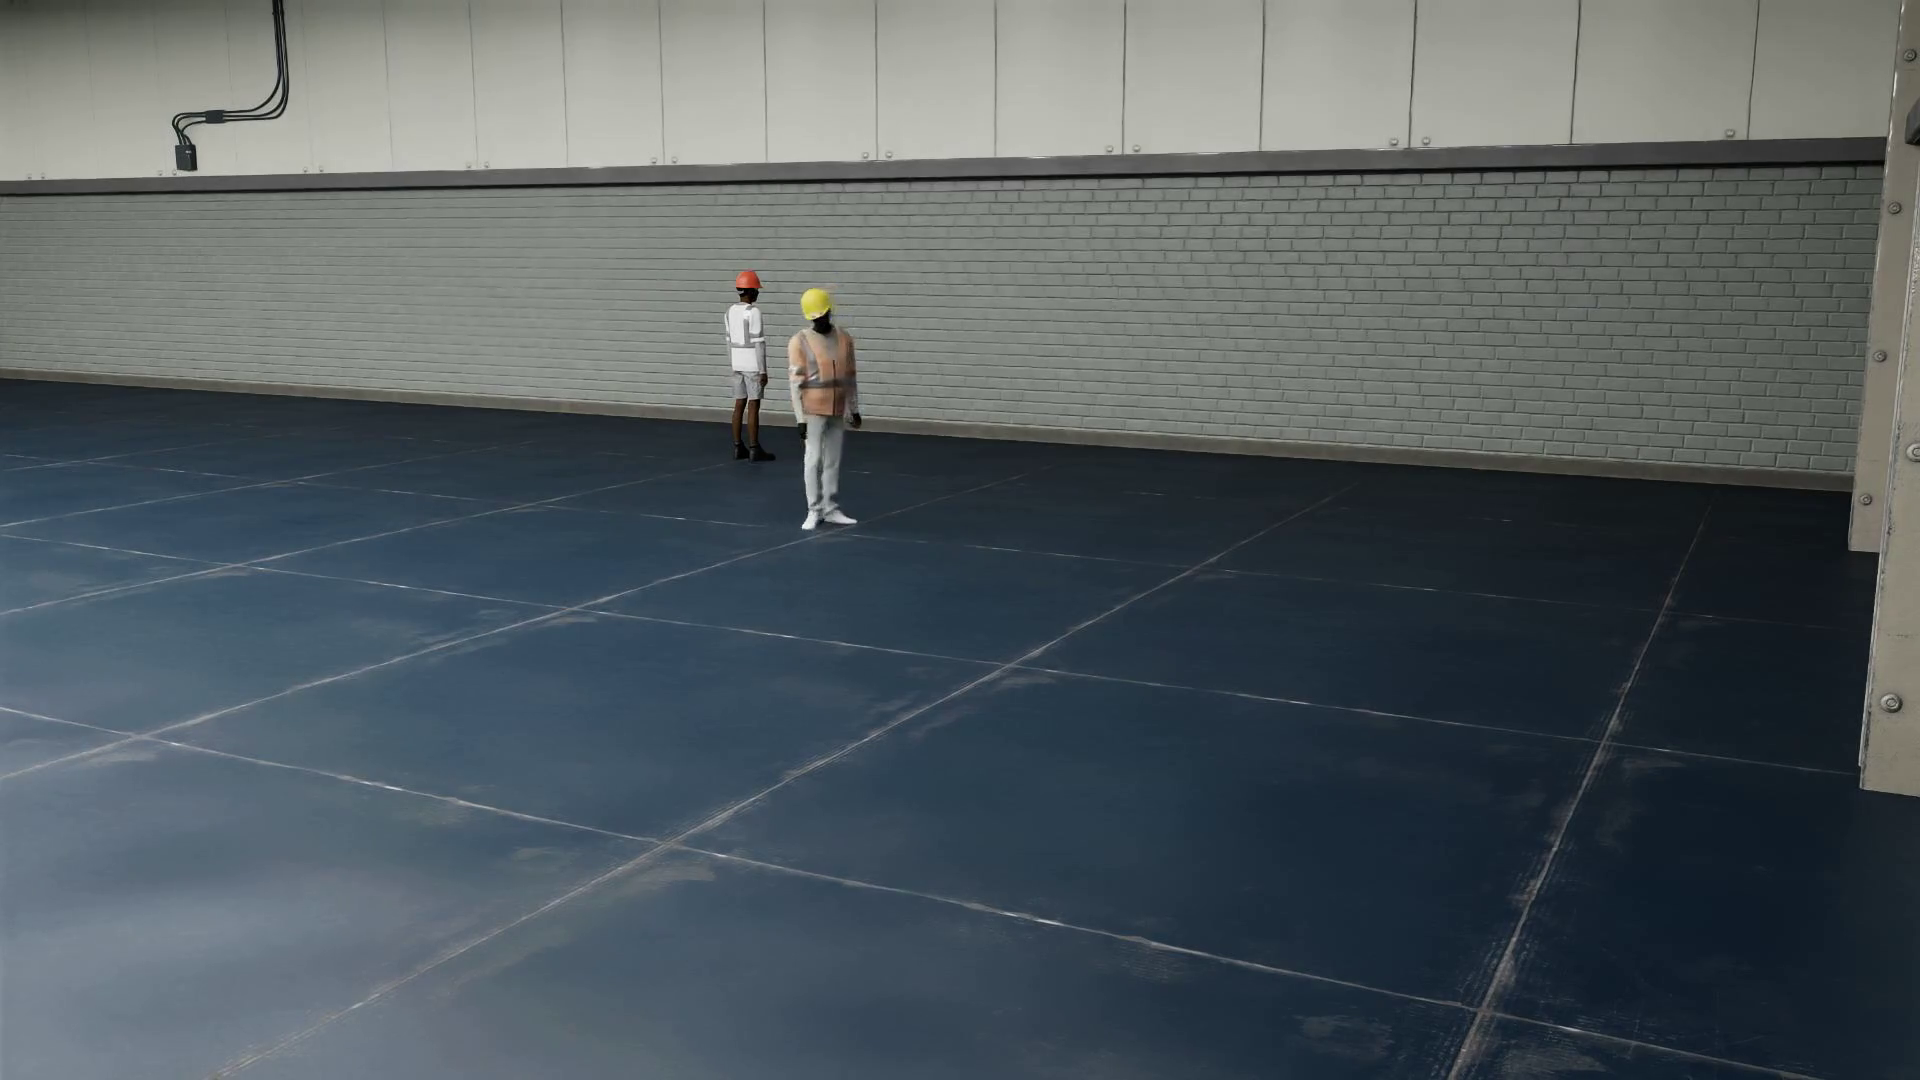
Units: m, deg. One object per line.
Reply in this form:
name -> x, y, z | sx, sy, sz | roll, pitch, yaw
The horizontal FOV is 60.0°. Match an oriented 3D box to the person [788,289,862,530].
person -> -1.057, -1.012, 13.021 | 0.651, 1.888, 0.423 | -9, 14, -41

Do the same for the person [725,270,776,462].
person -> -2.148, -1.768, 16.965 | 0.545, 1.938, 0.355 | 10, 14, 44
